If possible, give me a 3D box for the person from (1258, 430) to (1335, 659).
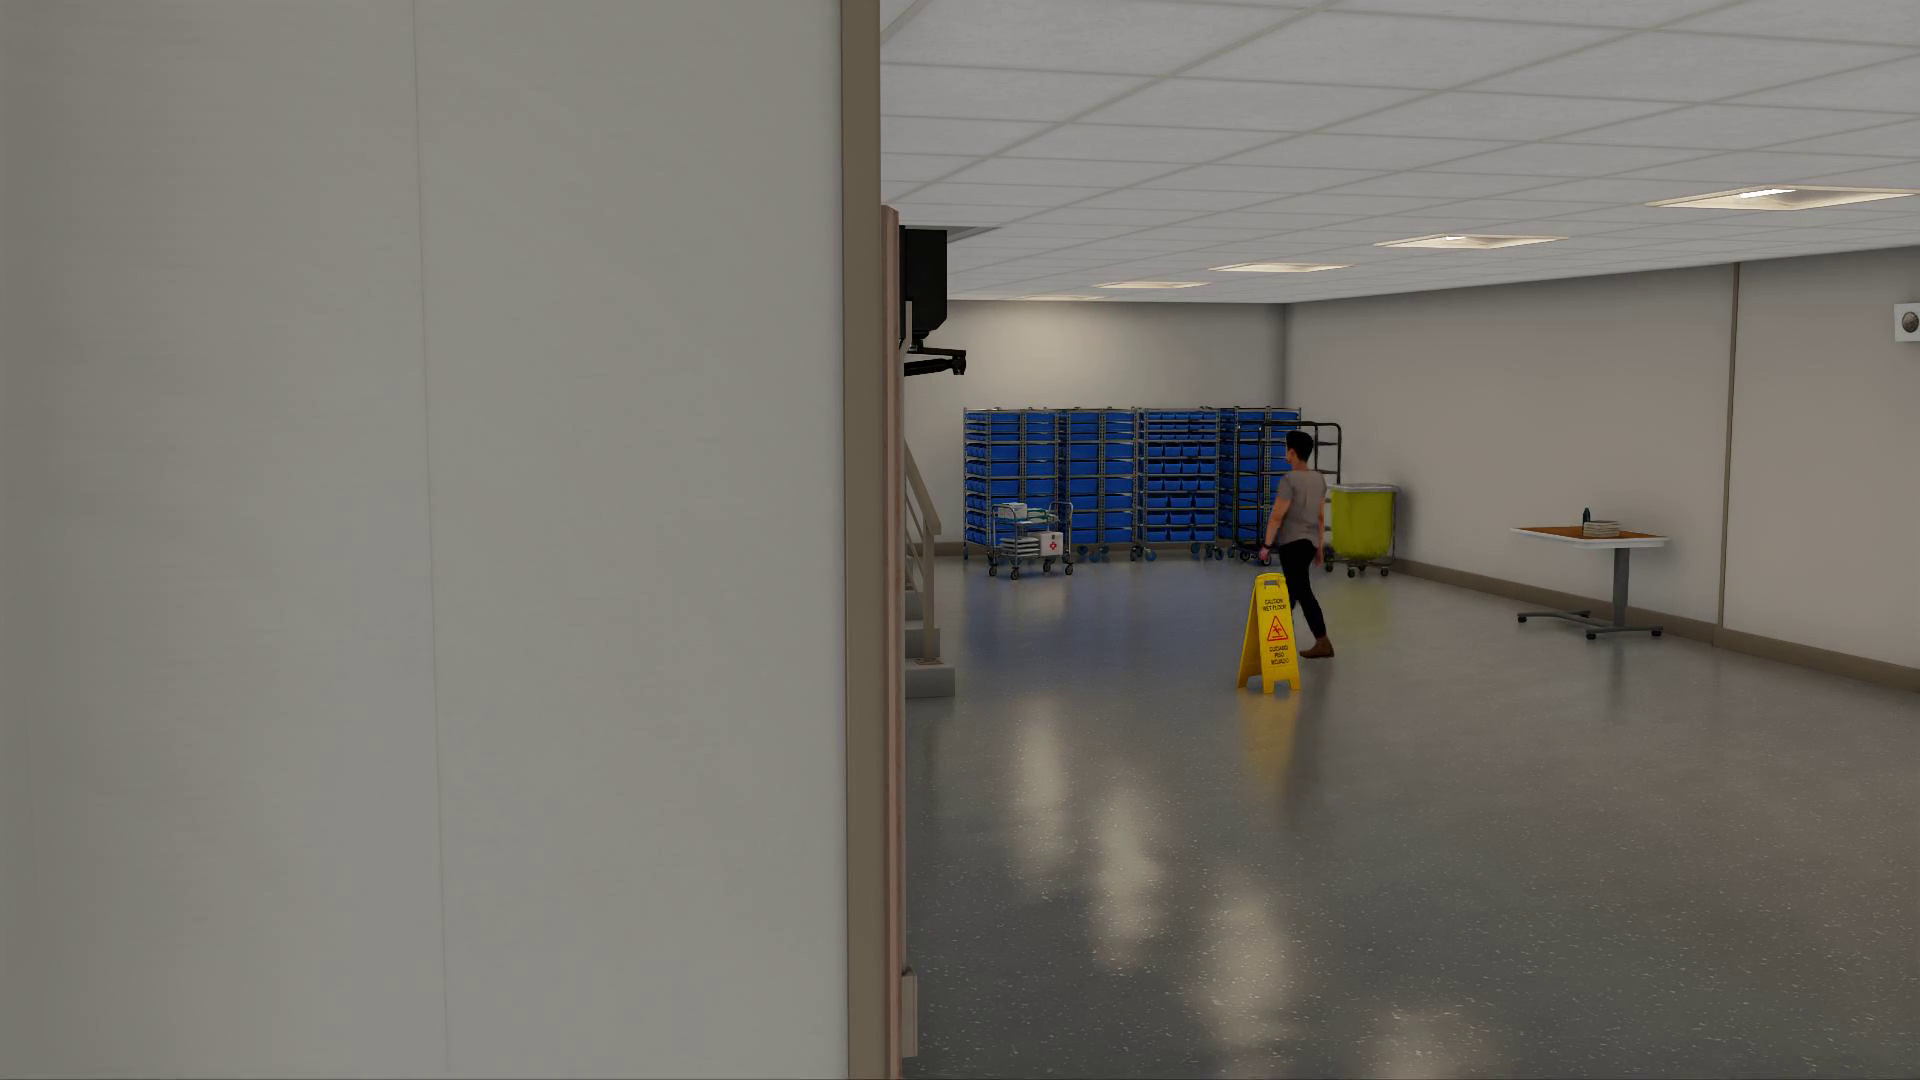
[{"bbox_3d":[2.566,0.064,12.350,0.915,1.679,1.194,-5,7,-38],"label":"person"}]
